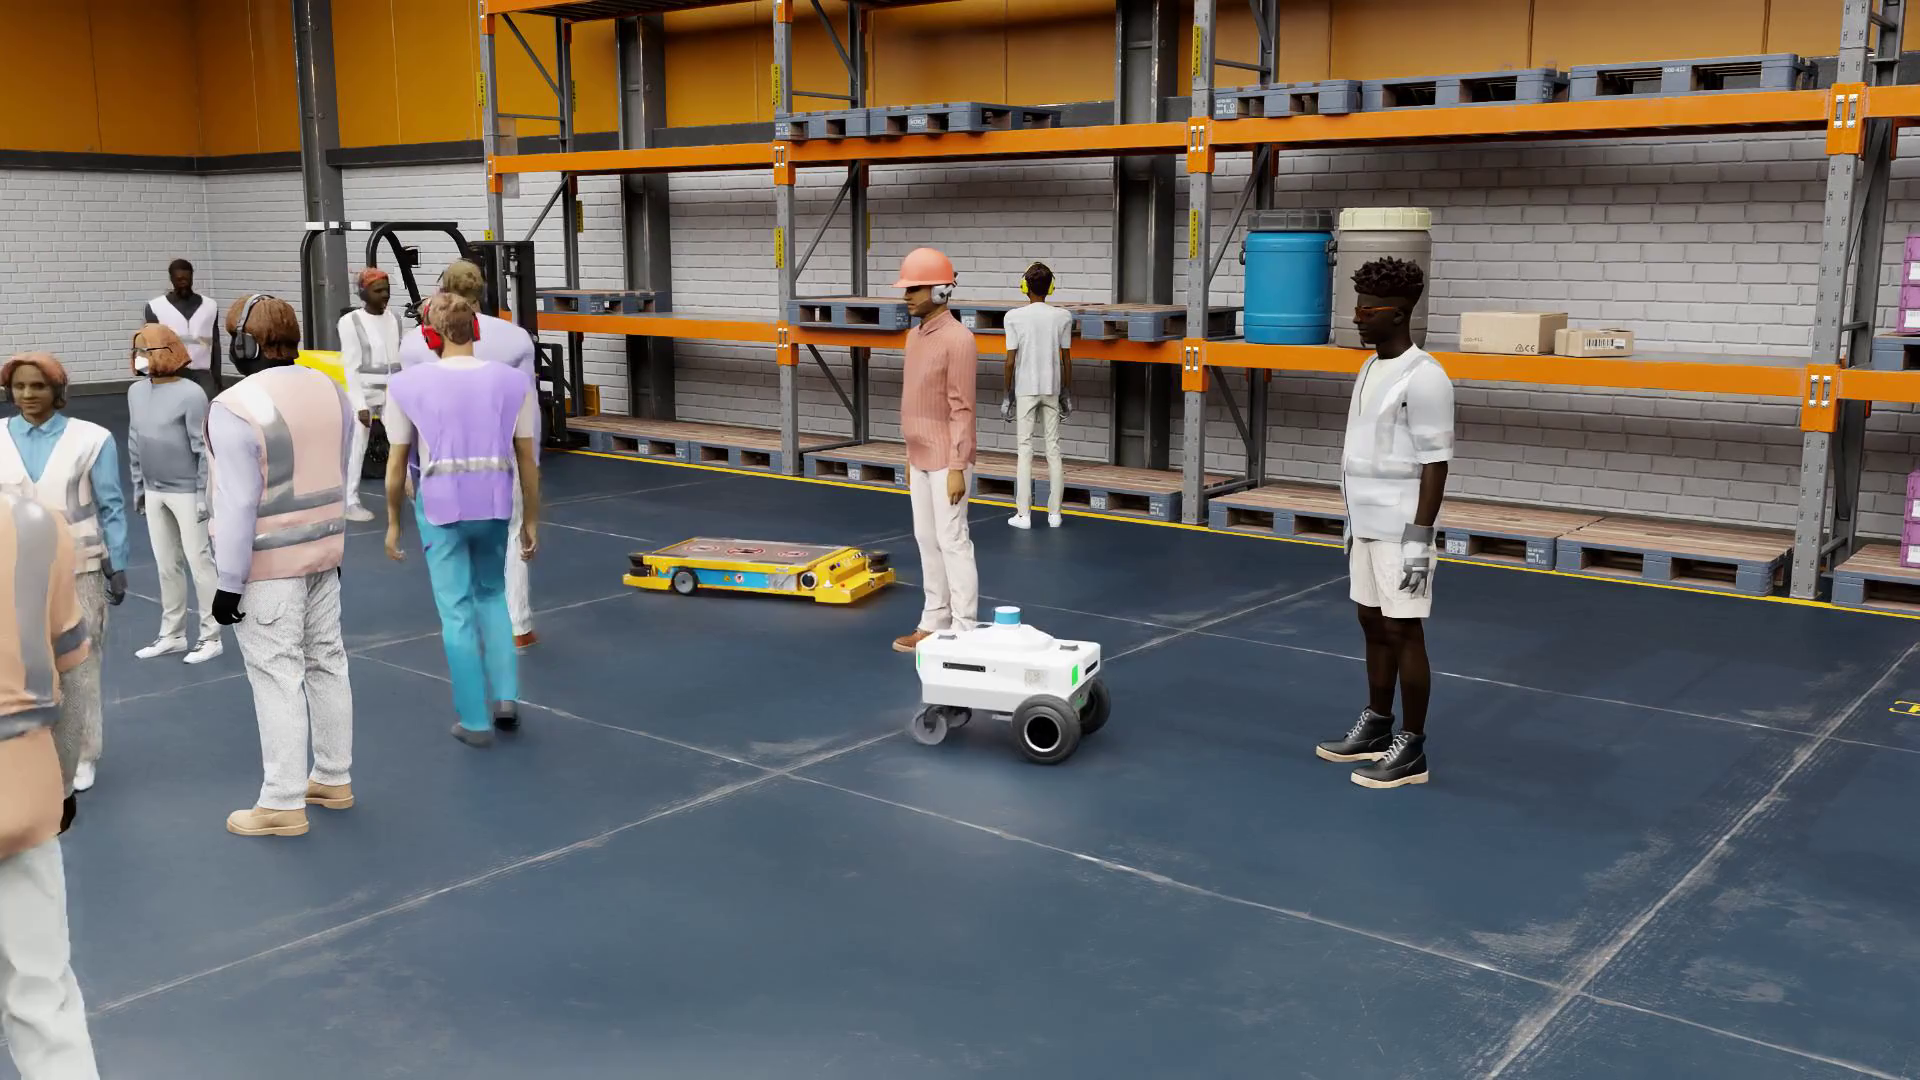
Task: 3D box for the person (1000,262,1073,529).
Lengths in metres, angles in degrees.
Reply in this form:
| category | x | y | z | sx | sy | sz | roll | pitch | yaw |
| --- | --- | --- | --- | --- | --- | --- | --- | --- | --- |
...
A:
| category | x | y | z | sx | sy | sz | roll | pitch | yaw |
| --- | --- | --- | --- | --- | --- | --- | --- | --- | --- |
| person | 0.539 | -1.011 | 11.706 | 0.520 | 1.871 | 0.326 | -2 | 10 | -12 |

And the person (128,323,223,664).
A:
| category | x | y | z | sx | sy | sz | roll | pitch | yaw |
| --- | --- | --- | --- | --- | --- | --- | --- | --- | --- |
| person | -3.777 | -0.221 | 7.983 | 0.501 | 1.633 | 0.281 | 5 | 11 | 24 |

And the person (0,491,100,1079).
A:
| category | x | y | z | sx | sy | sz | roll | pitch | yaw |
| --- | --- | --- | --- | --- | --- | --- | --- | --- | --- |
| person | -1.944 | 0.530 | 3.168 | 1.016 | 1.872 | 0.605 | 9 | 14 | 42 |

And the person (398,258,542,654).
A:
| category | x | y | z | sx | sy | sz | roll | pitch | yaw |
| --- | --- | --- | --- | --- | --- | --- | --- | --- | --- |
| person | -2.358 | -0.385 | 8.074 | 0.661 | 1.932 | 0.356 | -3 | 11 | -18 |

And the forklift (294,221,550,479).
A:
| category | x | y | z | sx | sy | sz | roll | pitch | yaw |
| --- | --- | --- | --- | --- | --- | --- | --- | --- | --- |
| forklift | -4.922 | -1.741 | 14.854 | 1.214 | 2.155 | 2.313 | 8 | 13 | 38 |

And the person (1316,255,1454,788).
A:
| category | x | y | z | sx | sy | sz | roll | pitch | yaw |
| --- | --- | --- | --- | --- | --- | --- | --- | --- | --- |
| person | 1.592 | -0.065 | 6.193 | 0.362 | 1.963 | 0.613 | -2 | 10 | -10 |

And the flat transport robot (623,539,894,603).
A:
| category | x | y | z | sx | sy | sz | roll | pitch | yaw |
| --- | --- | --- | --- | --- | --- | --- | --- | --- | --- |
| flat transport robot | -1.165 | 0.160 | 9.649 | 1.431 | 0.197 | 0.652 | 4 | 11 | 19 |

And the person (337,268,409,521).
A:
| category | x | y | z | sx | sy | sz | roll | pitch | yaw |
| --- | --- | --- | --- | --- | --- | --- | --- | --- | --- |
| person | -4.110 | -1.008 | 11.806 | 1.025 | 1.820 | 0.575 | 6 | 12 | 31 |

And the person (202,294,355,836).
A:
| category | x | y | z | sx | sy | sz | roll | pitch | yaw |
| --- | --- | --- | --- | --- | --- | --- | --- | --- | --- |
| person | -2.337 | 0.087 | 5.701 | 0.429 | 1.844 | 0.627 | 3 | 11 | 15 |

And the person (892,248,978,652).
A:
| category | x | y | z | sx | sy | sz | roll | pitch | yaw |
| --- | --- | --- | --- | --- | --- | --- | --- | --- | --- |
| person | -0.128 | -0.394 | 7.974 | 0.409 | 1.985 | 0.619 | -5 | 11 | -26 |

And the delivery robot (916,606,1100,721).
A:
| category | x | y | z | sx | sy | sz | roll | pitch | yaw |
| --- | --- | --- | --- | --- | --- | --- | --- | --- | --- |
| delivery robot | 0.188 | 0.510 | 6.663 | 0.707 | 0.478 | 0.477 | 4 | 11 | 21 |

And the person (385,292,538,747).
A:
| category | x | y | z | sx | sy | sz | roll | pitch | yaw |
| --- | --- | --- | --- | --- | --- | --- | --- | --- | --- |
| person | -1.993 | -0.074 | 6.675 | 0.558 | 1.816 | 0.494 | -7 | 12 | -34 |

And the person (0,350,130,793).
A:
| category | x | y | z | sx | sy | sz | roll | pitch | yaw |
| --- | --- | --- | --- | --- | --- | --- | --- | --- | --- |
| person | -3.318 | 0.123 | 6.071 | 0.536 | 1.625 | 0.371 | -3 | 11 | -18 |

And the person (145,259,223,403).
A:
| category | x | y | z | sx | sy | sz | roll | pitch | yaw |
| --- | --- | --- | --- | --- | --- | --- | --- | --- | --- |
| person | -6.513 | -1.422 | 14.011 | 0.610 | 1.861 | 1.022 | -8 | 13 | -37 |
